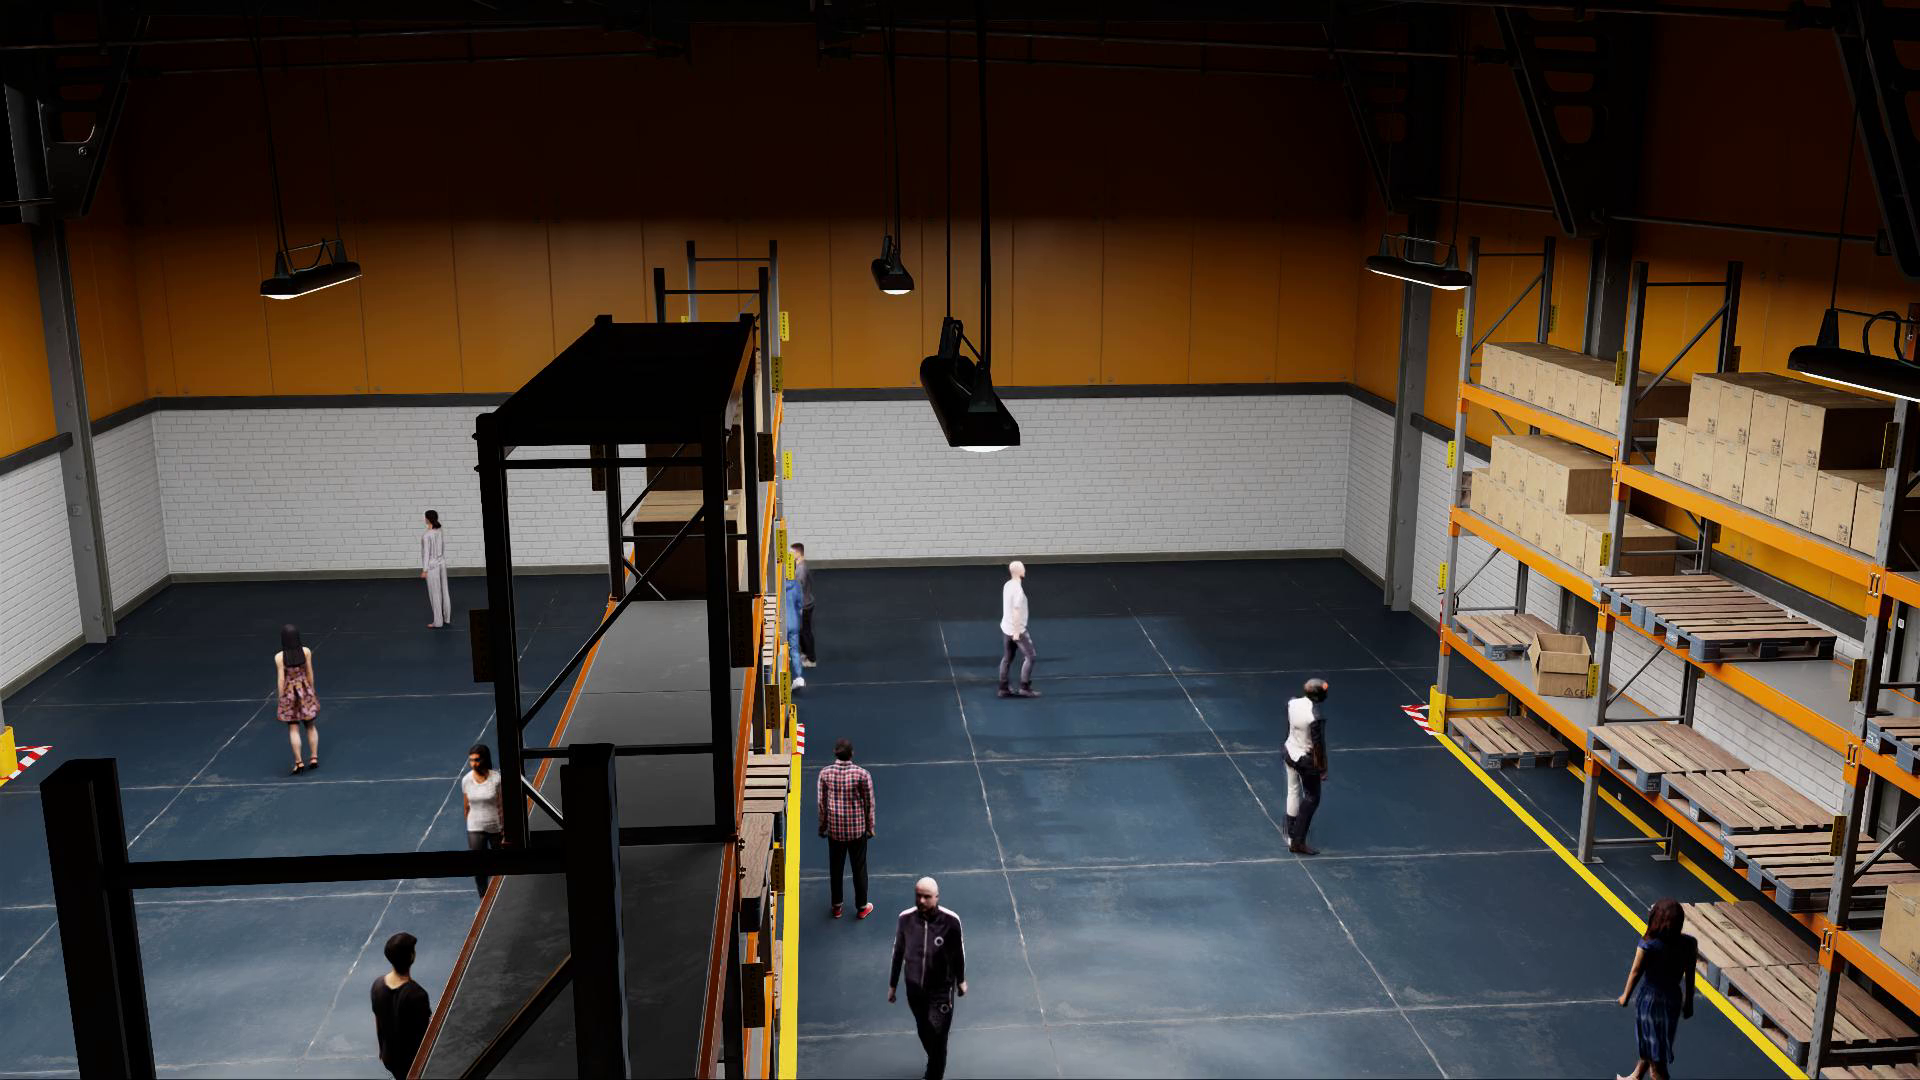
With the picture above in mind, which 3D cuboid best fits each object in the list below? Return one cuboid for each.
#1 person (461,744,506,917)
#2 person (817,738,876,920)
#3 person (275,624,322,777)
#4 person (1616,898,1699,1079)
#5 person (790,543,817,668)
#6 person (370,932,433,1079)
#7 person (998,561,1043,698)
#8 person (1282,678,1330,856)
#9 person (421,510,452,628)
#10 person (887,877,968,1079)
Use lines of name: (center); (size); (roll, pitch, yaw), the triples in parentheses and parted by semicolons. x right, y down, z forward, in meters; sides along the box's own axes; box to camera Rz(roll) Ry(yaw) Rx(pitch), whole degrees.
person: (-4.429, 2.687, 15.678); (0.622, 1.628, 0.978); (0, 14, 1)
person: (-1.053, 2.669, 15.469); (0.738, 1.761, 0.658); (2, 14, 6)
person: (-7.566, 1.810, 18.987); (0.805, 1.773, 0.855); (-13, 18, -42)
person: (5.109, 3.495, 12.025); (0.809, 1.775, 1.055); (-5, 15, -20)
person: (-2.065, 0.893, 22.829); (0.705, 1.750, 0.545); (-2, 14, -10)
person: (-3.925, 3.599, 11.734); (0.764, 1.711, 0.796); (7, 15, 25)
person: (0.624, 1.175, 21.518); (0.800, 1.818, 0.774); (-4, 14, -15)
person: (3.493, 2.246, 16.992); (0.907, 1.865, 0.749); (-13, 19, -42)
person: (-7.801, 0.413, 24.760); (0.733, 1.774, 0.620); (6, 15, 22)
person: (-0.204, 3.357, 12.571); (0.981, 1.787, 1.271); (4, 14, 14)
